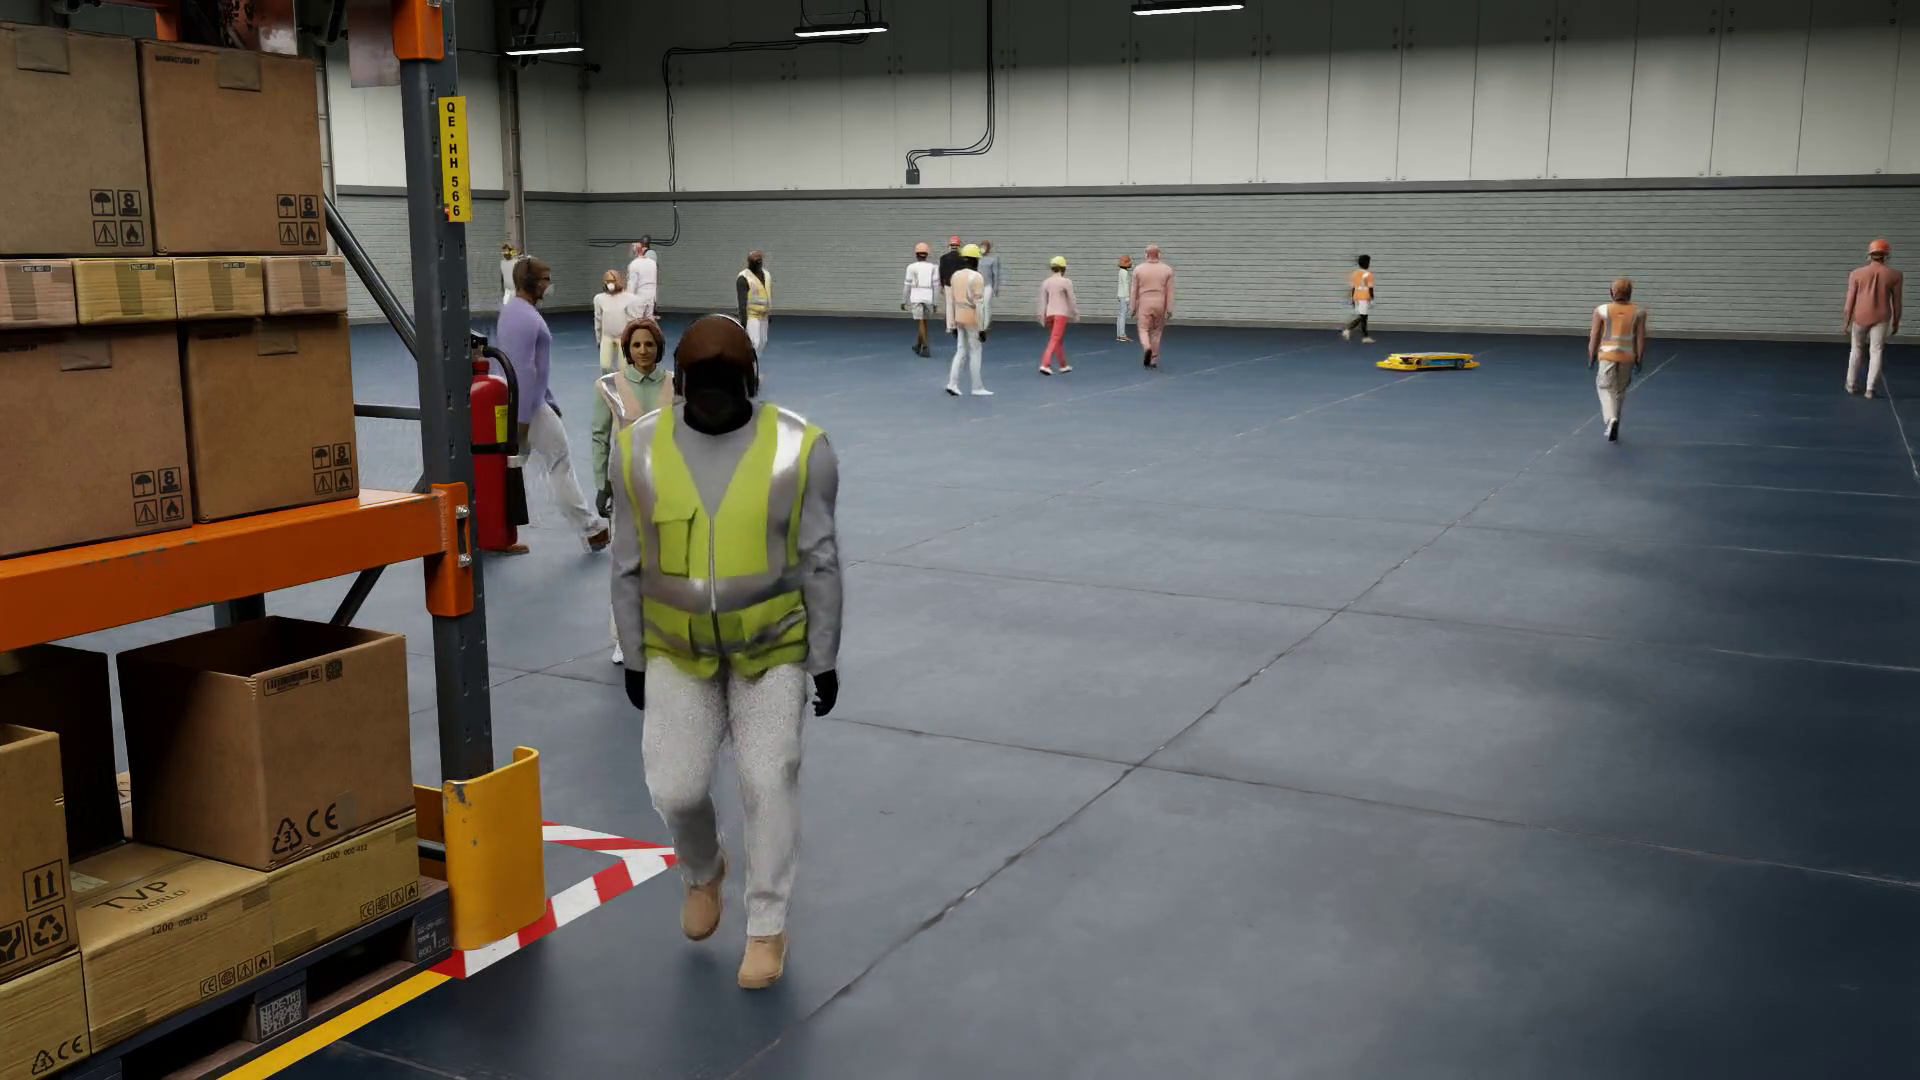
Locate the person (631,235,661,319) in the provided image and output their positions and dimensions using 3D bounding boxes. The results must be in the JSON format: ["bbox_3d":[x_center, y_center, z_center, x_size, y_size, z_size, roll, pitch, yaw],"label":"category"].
[{"bbox_3d":[-7.531,-6.341,40.119,0.688,2.000,0.537,4,11,22],"label":"person"}]

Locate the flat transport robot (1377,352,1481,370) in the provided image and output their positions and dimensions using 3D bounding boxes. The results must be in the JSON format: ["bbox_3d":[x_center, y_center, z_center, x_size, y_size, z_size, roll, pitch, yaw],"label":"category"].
[{"bbox_3d":[7.107,-2.718,25.195,1.431,0.197,0.652,-5,11,-24],"label":"flat transport robot"}]

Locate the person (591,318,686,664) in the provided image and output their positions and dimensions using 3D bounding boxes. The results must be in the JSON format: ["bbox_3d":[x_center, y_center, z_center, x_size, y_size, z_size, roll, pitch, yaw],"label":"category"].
[{"bbox_3d":[-1.486,-0.234,7.914,0.519,1.640,0.307,-3,11,-18],"label":"person"}]

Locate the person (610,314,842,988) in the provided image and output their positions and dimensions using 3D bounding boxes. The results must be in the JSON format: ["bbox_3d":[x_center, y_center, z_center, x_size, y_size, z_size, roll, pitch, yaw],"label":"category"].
[{"bbox_3d":[-0.627,0.302,4.507,0.626,1.825,0.453,0,10,0],"label":"person"}]

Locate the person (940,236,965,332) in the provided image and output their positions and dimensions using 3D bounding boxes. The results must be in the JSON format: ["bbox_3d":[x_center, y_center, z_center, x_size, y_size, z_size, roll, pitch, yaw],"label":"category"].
[{"bbox_3d":[-0.114,-5.340,34.785,0.612,1.995,0.392,0,10,-1],"label":"person"}]

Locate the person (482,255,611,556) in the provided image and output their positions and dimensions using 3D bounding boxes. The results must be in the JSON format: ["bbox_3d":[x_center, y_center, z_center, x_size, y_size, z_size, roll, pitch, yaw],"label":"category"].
[{"bbox_3d":[-2.610,-0.836,10.513,0.991,1.892,0.636,-5,11,-24],"label":"person"}]

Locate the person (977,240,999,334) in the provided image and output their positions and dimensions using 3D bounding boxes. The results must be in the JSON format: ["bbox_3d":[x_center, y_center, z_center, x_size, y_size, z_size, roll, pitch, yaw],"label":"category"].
[{"bbox_3d":[0.493,-5.179,34.085,0.649,1.929,0.443,4,11,23],"label":"person"}]

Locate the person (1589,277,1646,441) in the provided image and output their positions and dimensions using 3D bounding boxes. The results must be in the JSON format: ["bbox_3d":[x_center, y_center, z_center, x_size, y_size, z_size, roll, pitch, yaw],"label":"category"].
[{"bbox_3d":[6.475,-1.776,16.389,0.521,1.618,0.709,1,10,7],"label":"person"}]

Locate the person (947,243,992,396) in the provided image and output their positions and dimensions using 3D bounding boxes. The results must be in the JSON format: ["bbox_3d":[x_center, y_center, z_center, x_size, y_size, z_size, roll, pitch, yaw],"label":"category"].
[{"bbox_3d":[0.110,-2.764,20.998,0.468,1.941,0.601,-8,13,-38],"label":"person"}]

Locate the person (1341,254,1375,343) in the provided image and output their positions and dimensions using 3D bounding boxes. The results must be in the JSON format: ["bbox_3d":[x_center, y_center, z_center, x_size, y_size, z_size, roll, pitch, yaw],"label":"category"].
[{"bbox_3d":[7.465,-4.494,31.049,0.764,1.674,0.535,-4,11,-19],"label":"person"}]

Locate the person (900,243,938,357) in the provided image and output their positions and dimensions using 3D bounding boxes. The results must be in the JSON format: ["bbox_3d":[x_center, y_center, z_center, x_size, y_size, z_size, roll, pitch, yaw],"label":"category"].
[{"bbox_3d":[-0.672,-4.021,27.896,0.568,1.885,0.982,-5,11,-24],"label":"person"}]

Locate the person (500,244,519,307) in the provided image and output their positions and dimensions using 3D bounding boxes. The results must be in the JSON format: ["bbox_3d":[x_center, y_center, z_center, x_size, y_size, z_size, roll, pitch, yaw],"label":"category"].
[{"bbox_3d":[-9.141,-5.110,33.962,0.504,1.846,0.500,3,11,14],"label":"person"}]

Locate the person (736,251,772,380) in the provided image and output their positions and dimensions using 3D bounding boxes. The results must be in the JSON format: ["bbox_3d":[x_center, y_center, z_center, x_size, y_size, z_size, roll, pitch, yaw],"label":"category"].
[{"bbox_3d":[-2.926,-3.143,23.365,0.618,1.804,0.686,6,12,32],"label":"person"}]

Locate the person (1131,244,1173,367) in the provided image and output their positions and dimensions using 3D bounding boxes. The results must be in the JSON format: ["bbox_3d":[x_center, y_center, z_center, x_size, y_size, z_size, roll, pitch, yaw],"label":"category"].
[{"bbox_3d":[2.926,-3.553,25.322,0.642,1.895,0.678,0,10,-2],"label":"person"}]

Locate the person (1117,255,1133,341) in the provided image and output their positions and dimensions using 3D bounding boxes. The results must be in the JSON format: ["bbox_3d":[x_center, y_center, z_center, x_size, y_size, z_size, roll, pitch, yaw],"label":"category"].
[{"bbox_3d":[3.175,-4.658,32.048,0.283,1.636,0.500,-1,10,-7],"label":"person"}]

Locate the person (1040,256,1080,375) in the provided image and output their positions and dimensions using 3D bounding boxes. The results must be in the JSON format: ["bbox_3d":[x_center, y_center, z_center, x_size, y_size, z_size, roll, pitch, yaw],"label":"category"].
[{"bbox_3d":[1.407,-3.271,24.262,0.534,1.724,0.910,10,14,43],"label":"person"}]

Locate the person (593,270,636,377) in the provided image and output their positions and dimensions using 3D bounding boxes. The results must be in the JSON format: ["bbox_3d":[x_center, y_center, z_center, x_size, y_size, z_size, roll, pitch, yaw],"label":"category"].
[{"bbox_3d":[-4.046,-2.353,19.535,0.502,1.618,0.438,-1,10,-4],"label":"person"}]

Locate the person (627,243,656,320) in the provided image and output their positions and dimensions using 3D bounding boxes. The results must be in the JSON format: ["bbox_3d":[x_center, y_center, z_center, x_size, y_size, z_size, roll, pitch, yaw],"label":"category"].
[{"bbox_3d":[-5.451,-4.102,28.417,0.408,1.908,0.678,6,12,32],"label":"person"}]

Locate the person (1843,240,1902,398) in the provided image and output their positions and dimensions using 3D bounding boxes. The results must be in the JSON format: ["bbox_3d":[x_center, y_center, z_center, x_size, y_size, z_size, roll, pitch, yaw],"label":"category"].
[{"bbox_3d":[11.538,-2.796,21.046,0.659,1.944,0.998,5,11,24],"label":"person"}]
